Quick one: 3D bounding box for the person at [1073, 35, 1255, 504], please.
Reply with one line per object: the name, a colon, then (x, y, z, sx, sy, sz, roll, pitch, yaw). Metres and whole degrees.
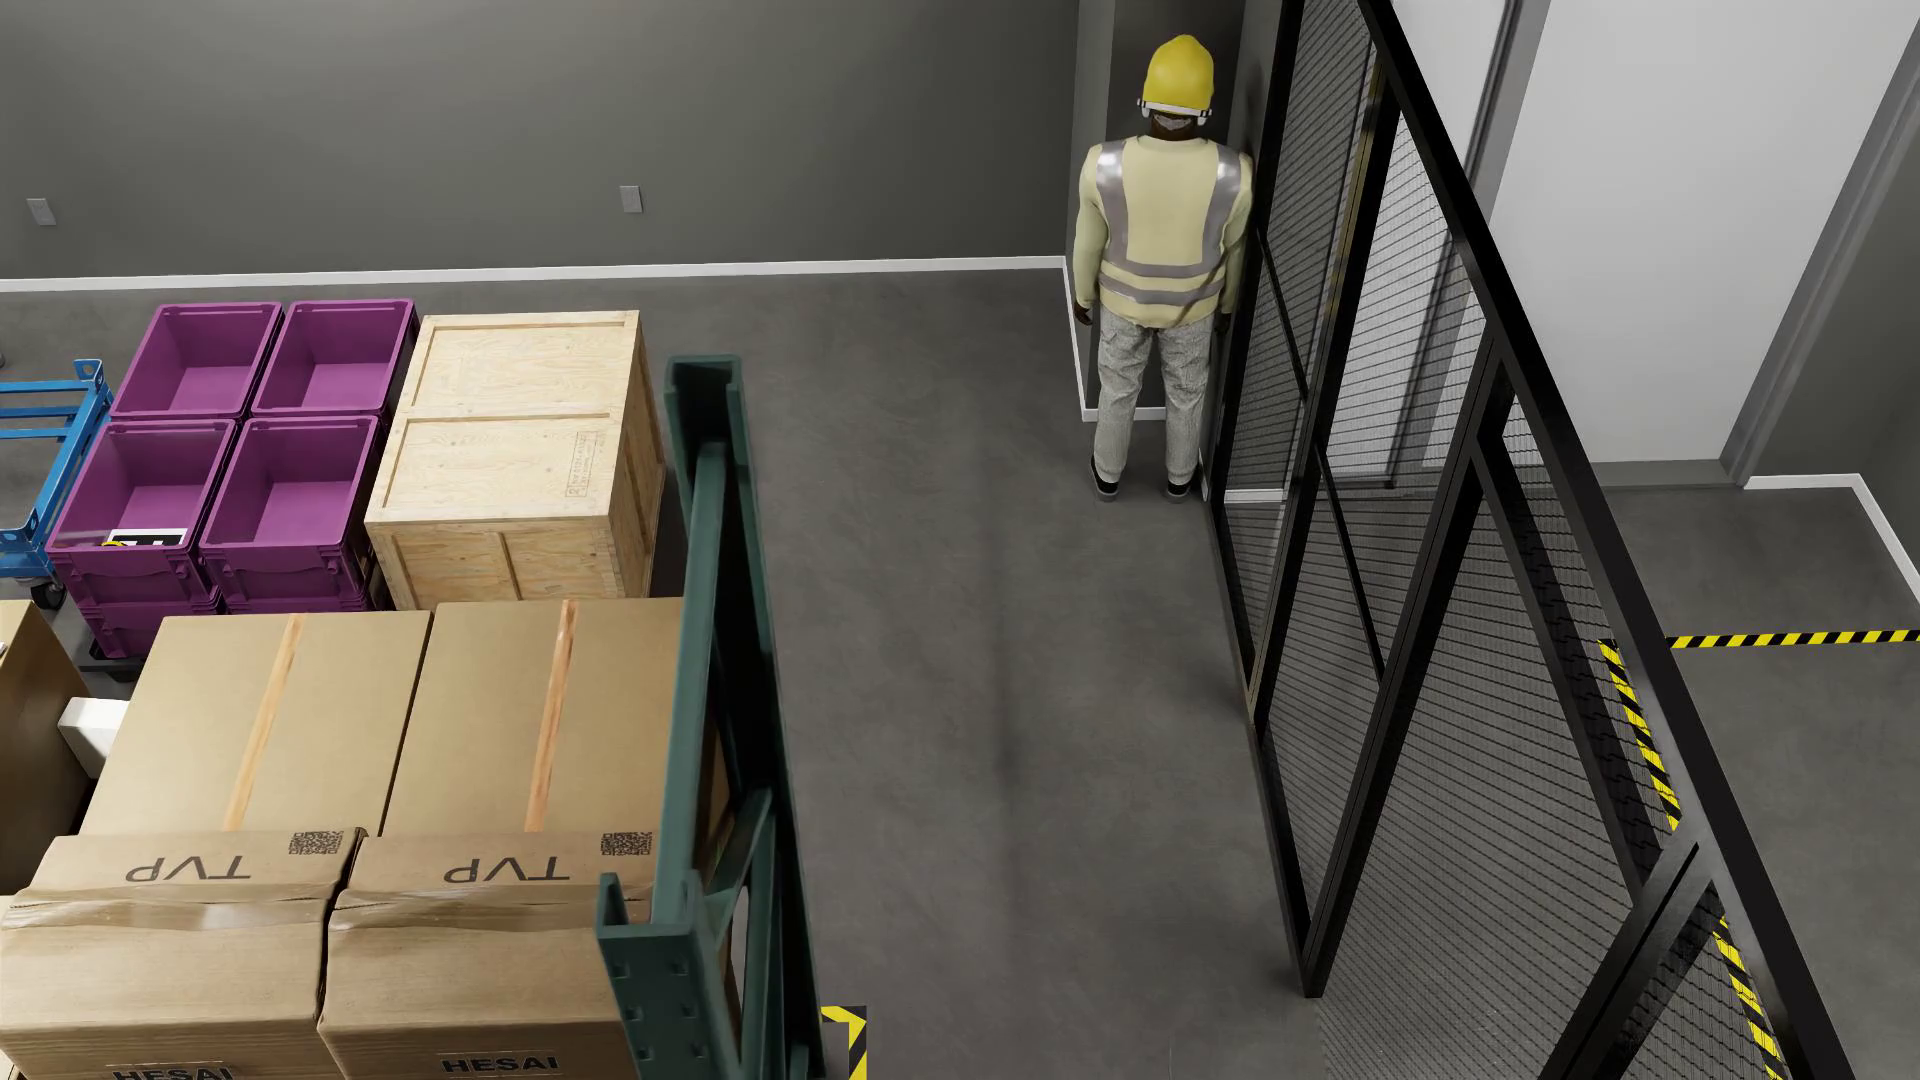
person: (0.673, -0.858, 5.647, 0.589, 1.834, 0.403, 4, 46, 4)

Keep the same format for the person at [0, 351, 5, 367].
person: (-4.037, -1.271, 5.970, 0.373, 1.940, 0.628, -3, 46, -3)
